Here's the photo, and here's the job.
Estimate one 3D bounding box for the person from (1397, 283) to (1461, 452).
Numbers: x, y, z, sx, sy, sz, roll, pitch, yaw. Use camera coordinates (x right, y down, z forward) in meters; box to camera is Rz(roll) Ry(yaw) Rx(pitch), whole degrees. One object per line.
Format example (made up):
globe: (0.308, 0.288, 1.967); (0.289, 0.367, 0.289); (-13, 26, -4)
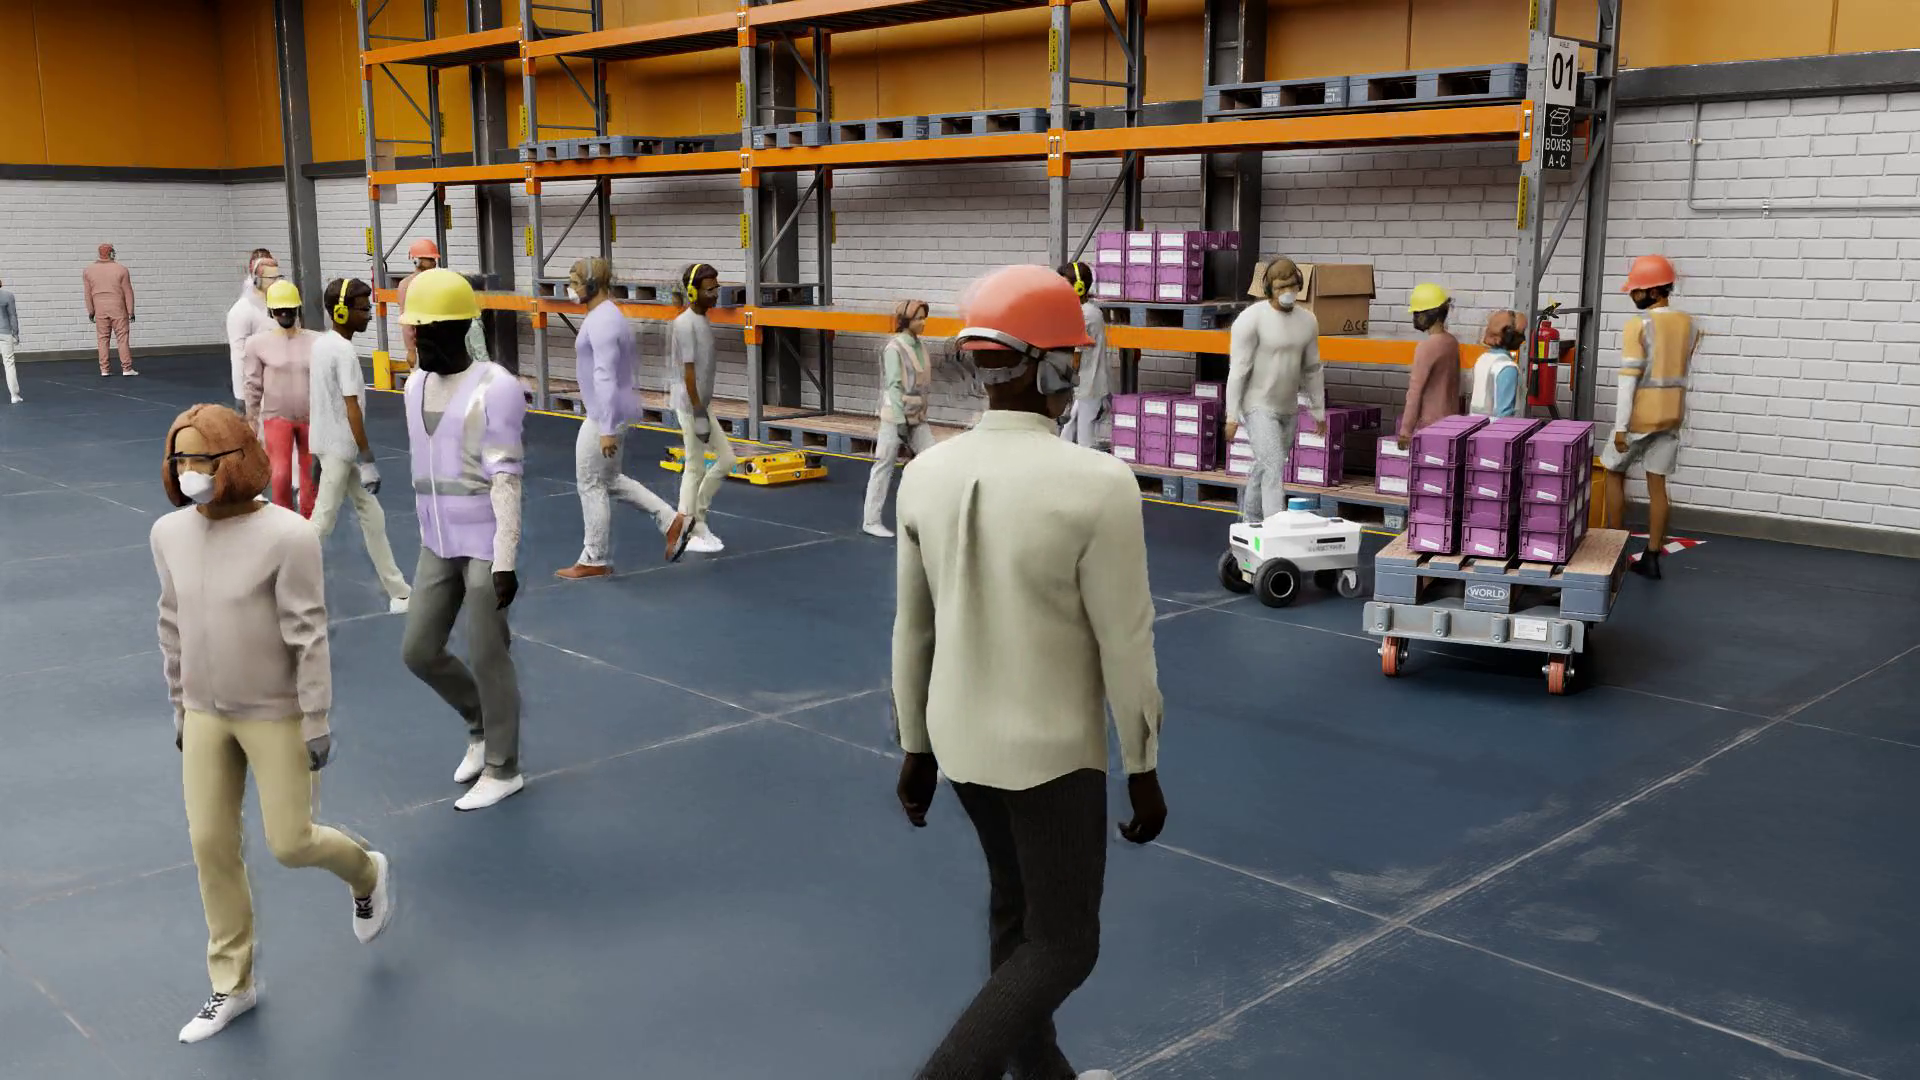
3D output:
person: (2.950, -0.687, 10.116); (0.693, 1.736, 0.540); (7, 13, 34)

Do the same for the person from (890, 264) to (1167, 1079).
person: (0.083, 0.426, 3.423); (0.835, 1.973, 0.617); (-10, 14, -43)

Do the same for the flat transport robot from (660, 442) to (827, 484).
flat transport robot: (-1.835, -0.666, 14.003); (1.431, 0.197, 0.652); (10, 14, 43)

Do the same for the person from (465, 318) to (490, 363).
person: (-4.126, -1.328, 13.974); (0.486, 1.598, 0.516); (-10, 14, -43)

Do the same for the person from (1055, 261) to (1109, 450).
person: (0.836, -0.971, 11.369); (0.408, 1.845, 0.507); (2, 11, 9)

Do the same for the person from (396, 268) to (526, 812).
person: (-1.749, 0.012, 5.849); (0.595, 1.912, 0.408); (6, 12, 30)

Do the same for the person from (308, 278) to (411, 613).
person: (-3.249, -0.447, 8.628); (1.005, 1.814, 0.566); (-7, 12, -32)

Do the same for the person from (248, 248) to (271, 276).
person: (-10.658, -3.540, 25.429); (0.669, 1.827, 0.665); (-3, 11, -16)

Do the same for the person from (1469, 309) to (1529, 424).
person: (3.042, -0.541, 9.681); (0.761, 1.608, 0.536); (0, 10, -1)

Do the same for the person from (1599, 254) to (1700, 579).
person: (4.067, -0.731, 9.922); (0.622, 1.912, 0.647); (-2, 11, -13)

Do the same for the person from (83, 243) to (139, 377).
person: (-12.169, -3.292, 23.861); (0.651, 1.906, 0.401); (-1, 10, -7)

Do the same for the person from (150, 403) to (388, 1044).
person: (-1.806, 0.439, 4.328); (0.504, 1.620, 0.585); (3, 11, 15)

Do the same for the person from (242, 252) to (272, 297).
person: (-7.538, -2.192, 18.046); (0.429, 1.839, 0.633); (-4, 11, -18)

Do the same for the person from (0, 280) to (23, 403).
person: (-11.615, -2.455, 20.042); (0.497, 1.633, 0.283); (-5, 12, -26)

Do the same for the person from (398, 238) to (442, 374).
person: (-4.990, -1.818, 15.584); (0.396, 1.992, 0.622); (3, 11, 14)

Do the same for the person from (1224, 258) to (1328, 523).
person: (1.974, -0.751, 10.088); (0.706, 1.875, 0.910); (-8, 13, -36)

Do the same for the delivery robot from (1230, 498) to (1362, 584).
delivery robot: (1.877, 0.010, 9.288); (0.707, 0.478, 0.477); (-4, 11, -19)

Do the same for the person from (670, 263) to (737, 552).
person: (-1.650, -0.823, 10.550); (0.423, 1.848, 0.541); (1, 10, 5)

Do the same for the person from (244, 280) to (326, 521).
person: (-4.136, -0.735, 10.343); (0.543, 1.744, 0.425); (-6, 12, -29)

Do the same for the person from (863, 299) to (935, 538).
person: (-0.302, -0.784, 11.027); (0.842, 1.592, 0.546); (6, 12, 28)

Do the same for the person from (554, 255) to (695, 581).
person: (-2.002, -0.706, 9.761); (0.749, 1.917, 0.636); (-2, 11, -10)

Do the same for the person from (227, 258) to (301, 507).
person: (-5.149, -1.169, 12.430); (0.985, 1.866, 0.645); (2, 11, 13)
